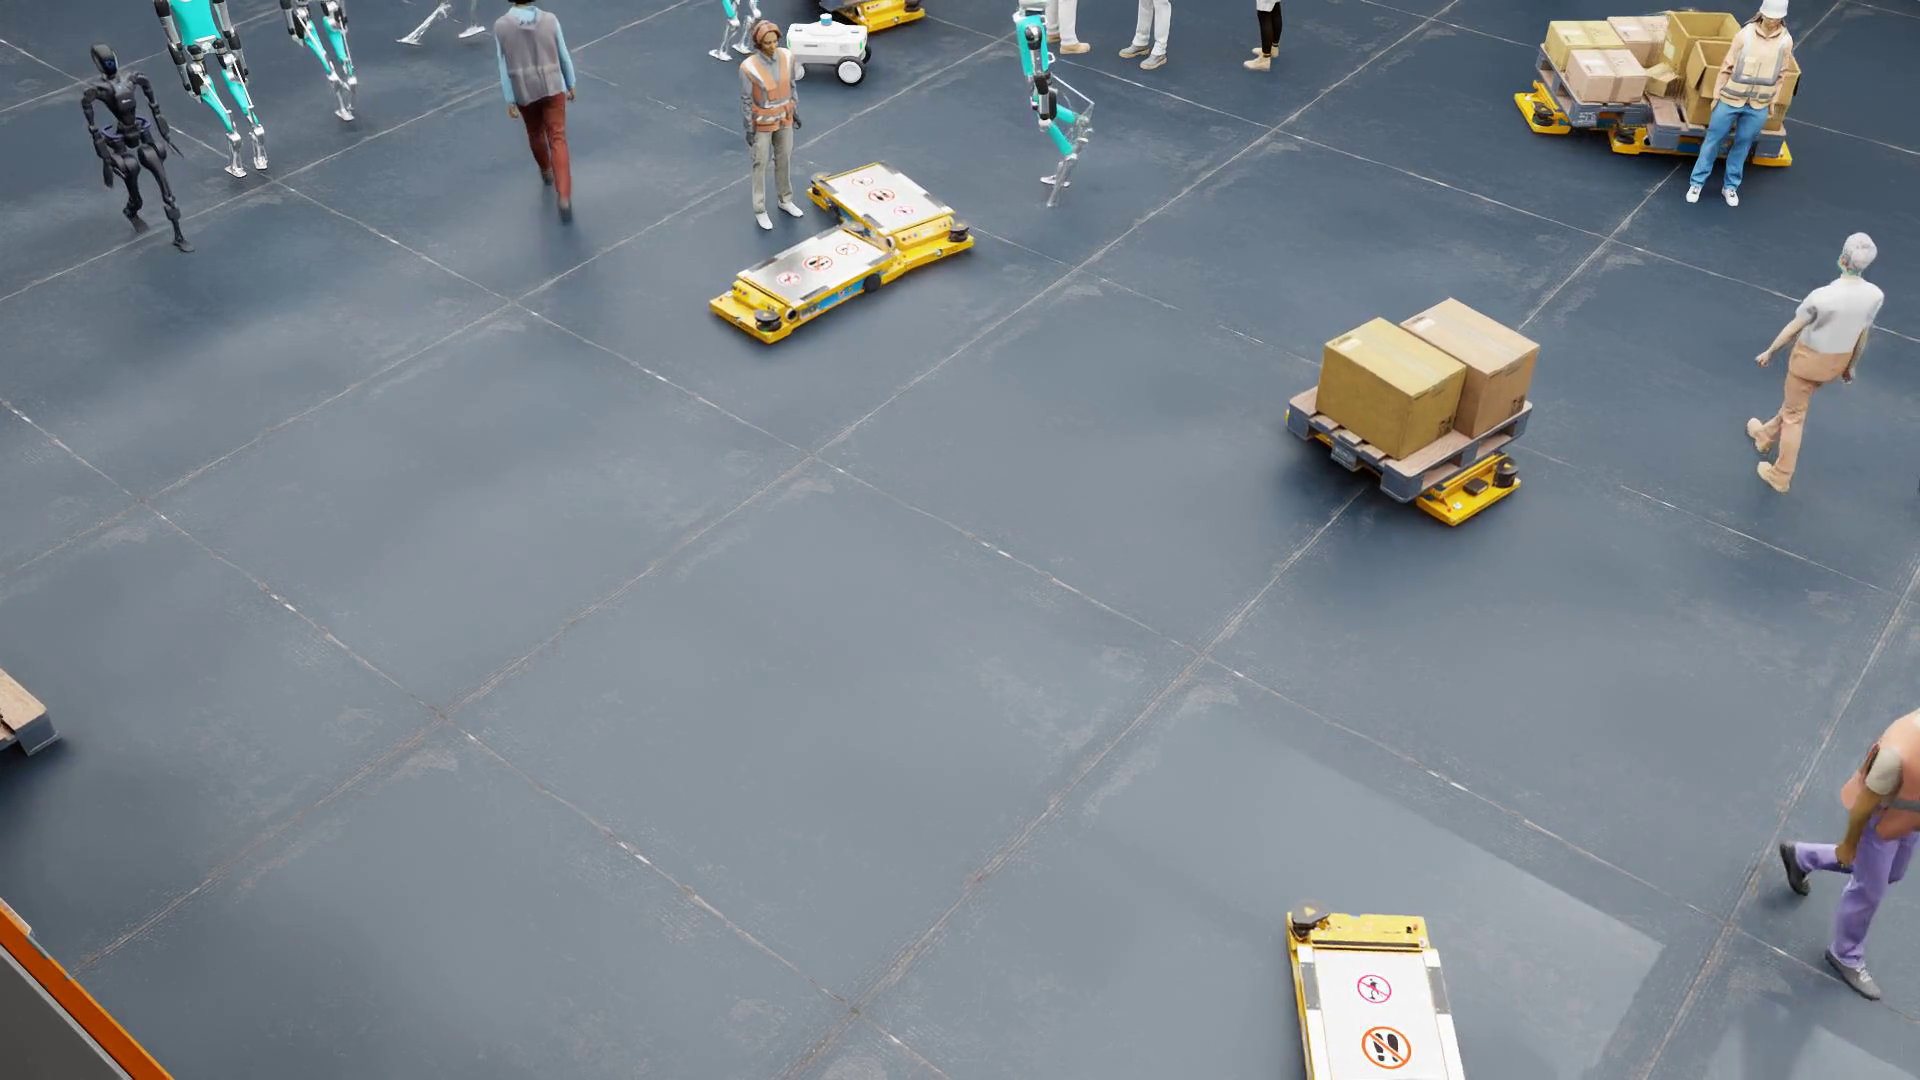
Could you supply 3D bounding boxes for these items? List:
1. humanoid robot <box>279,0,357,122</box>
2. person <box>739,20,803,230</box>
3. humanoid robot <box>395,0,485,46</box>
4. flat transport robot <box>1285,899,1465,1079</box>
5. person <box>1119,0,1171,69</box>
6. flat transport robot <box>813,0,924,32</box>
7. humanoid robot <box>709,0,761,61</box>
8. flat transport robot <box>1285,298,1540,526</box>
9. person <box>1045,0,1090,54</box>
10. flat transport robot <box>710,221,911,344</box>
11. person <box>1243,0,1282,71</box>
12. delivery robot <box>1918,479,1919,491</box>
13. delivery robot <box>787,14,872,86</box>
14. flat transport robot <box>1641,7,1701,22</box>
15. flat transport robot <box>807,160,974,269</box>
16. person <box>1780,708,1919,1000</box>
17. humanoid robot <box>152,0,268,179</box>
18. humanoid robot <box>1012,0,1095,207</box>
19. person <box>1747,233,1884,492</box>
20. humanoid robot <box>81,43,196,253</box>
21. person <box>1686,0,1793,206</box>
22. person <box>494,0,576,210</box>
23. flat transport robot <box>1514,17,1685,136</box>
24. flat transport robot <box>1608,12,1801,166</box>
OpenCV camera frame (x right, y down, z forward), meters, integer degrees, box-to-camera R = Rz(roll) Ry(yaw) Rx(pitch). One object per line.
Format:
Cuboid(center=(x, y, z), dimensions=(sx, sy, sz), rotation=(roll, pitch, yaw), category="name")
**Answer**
Cuboid(center=(-5.344, -4.294, 14.021), dimensions=(0.542, 1.801, 0.827), rotation=(-26, 47, -27), category="humanoid robot")
Cuboid(center=(-1.445, -3.200, 12.782), dimensions=(0.518, 1.639, 0.310), rotation=(-30, 48, -30), category="person")
Cuboid(center=(-4.796, -5.333, 15.241), dimensions=(1.043, 1.739, 0.550), rotation=(-19, 44, -21), category="humanoid robot")
Cuboid(center=(1.865, 2.254, 7.427), dimensions=(0.659, 0.231, 1.431), rotation=(2, 40, 2), category="flat transport robot")
Cuboid(center=(1.742, -5.190, 14.938), dimensions=(0.354, 1.883, 0.572), rotation=(-22, 45, -24), category="person")
Cuboid(center=(-1.019, -5.407, 16.439), dimensions=(0.659, 0.231, 1.431), rotation=(-24, 46, -26), category="flat transport robot")
Cuboid(center=(-2.048, -5.138, 14.952), dimensions=(0.544, 1.752, 0.678), rotation=(-27, 47, -28), category="humanoid robot")
Cuboid(center=(2.869, -0.627, 10.816), dimensions=(0.659, 0.231, 1.431), rotation=(-27, 47, -28), category="flat transport robot")
Cuboid(center=(0.991, -5.399, 15.218), dimensions=(0.431, 1.841, 0.623), rotation=(-15, 43, -17), category="person")
Cuboid(center=(-1.100, -1.927, 12.345), dimensions=(0.659, 0.231, 1.431), rotation=(32, 50, 32), category="flat transport robot")
Cuboid(center=(2.796, -5.098, 14.980), dimensions=(0.323, 1.688, 0.534), rotation=(18, 43, 20), category="person")
Cuboid(center=(6.441, -0.373, 10.311), dimensions=(0.812, 0.614, 0.499), rotation=(-9, 41, -10), category="delivery robot")
Cuboid(center=(-1.183, -4.479, 15.124), dimensions=(0.774, 0.592, 0.499), rotation=(3, 40, 4), category="delivery robot")
Cuboid(center=(6.501, -4.659, 15.559), dimensions=(1.431, 0.231, 0.659), rotation=(-17, 43, -19), category="flat transport robot")
Cuboid(center=(-0.566, -2.590, 13.125), dimensions=(0.659, 0.231, 1.431), rotation=(-24, 46, -26), category="flat transport robot")
Cuboid(center=(4.145, 1.229, 7.436), dimensions=(0.576, 1.825, 0.688), rotation=(-20, 44, -22), category="person")
Cuboid(center=(-5.834, -3.640, 13.123), dimensions=(0.533, 1.677, 0.735), rotation=(-26, 47, -27), category="humanoid robot")
Cuboid(center=(0.799, -3.412, 13.007), dimensions=(0.807, 1.835, 0.530), rotation=(-5, 41, -6), category="humanoid robot")
Cuboid(center=(5.244, -1.164, 10.330), dimensions=(0.489, 1.716, 0.761), rotation=(-7, 41, -8), category="person")
Cuboid(center=(-6.245, -2.983, 12.530), dimensions=(0.728, 1.632, 0.612), rotation=(29, 48, 30), category="humanoid robot")
Cuboid(center=(6.137, -3.458, 13.019), dimensions=(0.488, 1.729, 0.365), rotation=(8, 41, 9), category="person")
Cuboid(center=(-3.282, -3.518, 13.008), dimensions=(0.556, 1.834, 0.963), rotation=(-9, 41, -10), category="person")
Cuboid(center=(5.650, -3.776, 14.520), dimensions=(1.431, 0.231, 0.659), rotation=(0, 40, 0), category="flat transport robot")
Cuboid(center=(6.278, -3.458, 14.146), dimensions=(1.431, 0.231, 0.659), rotation=(7, 41, 8), category="flat transport robot")
